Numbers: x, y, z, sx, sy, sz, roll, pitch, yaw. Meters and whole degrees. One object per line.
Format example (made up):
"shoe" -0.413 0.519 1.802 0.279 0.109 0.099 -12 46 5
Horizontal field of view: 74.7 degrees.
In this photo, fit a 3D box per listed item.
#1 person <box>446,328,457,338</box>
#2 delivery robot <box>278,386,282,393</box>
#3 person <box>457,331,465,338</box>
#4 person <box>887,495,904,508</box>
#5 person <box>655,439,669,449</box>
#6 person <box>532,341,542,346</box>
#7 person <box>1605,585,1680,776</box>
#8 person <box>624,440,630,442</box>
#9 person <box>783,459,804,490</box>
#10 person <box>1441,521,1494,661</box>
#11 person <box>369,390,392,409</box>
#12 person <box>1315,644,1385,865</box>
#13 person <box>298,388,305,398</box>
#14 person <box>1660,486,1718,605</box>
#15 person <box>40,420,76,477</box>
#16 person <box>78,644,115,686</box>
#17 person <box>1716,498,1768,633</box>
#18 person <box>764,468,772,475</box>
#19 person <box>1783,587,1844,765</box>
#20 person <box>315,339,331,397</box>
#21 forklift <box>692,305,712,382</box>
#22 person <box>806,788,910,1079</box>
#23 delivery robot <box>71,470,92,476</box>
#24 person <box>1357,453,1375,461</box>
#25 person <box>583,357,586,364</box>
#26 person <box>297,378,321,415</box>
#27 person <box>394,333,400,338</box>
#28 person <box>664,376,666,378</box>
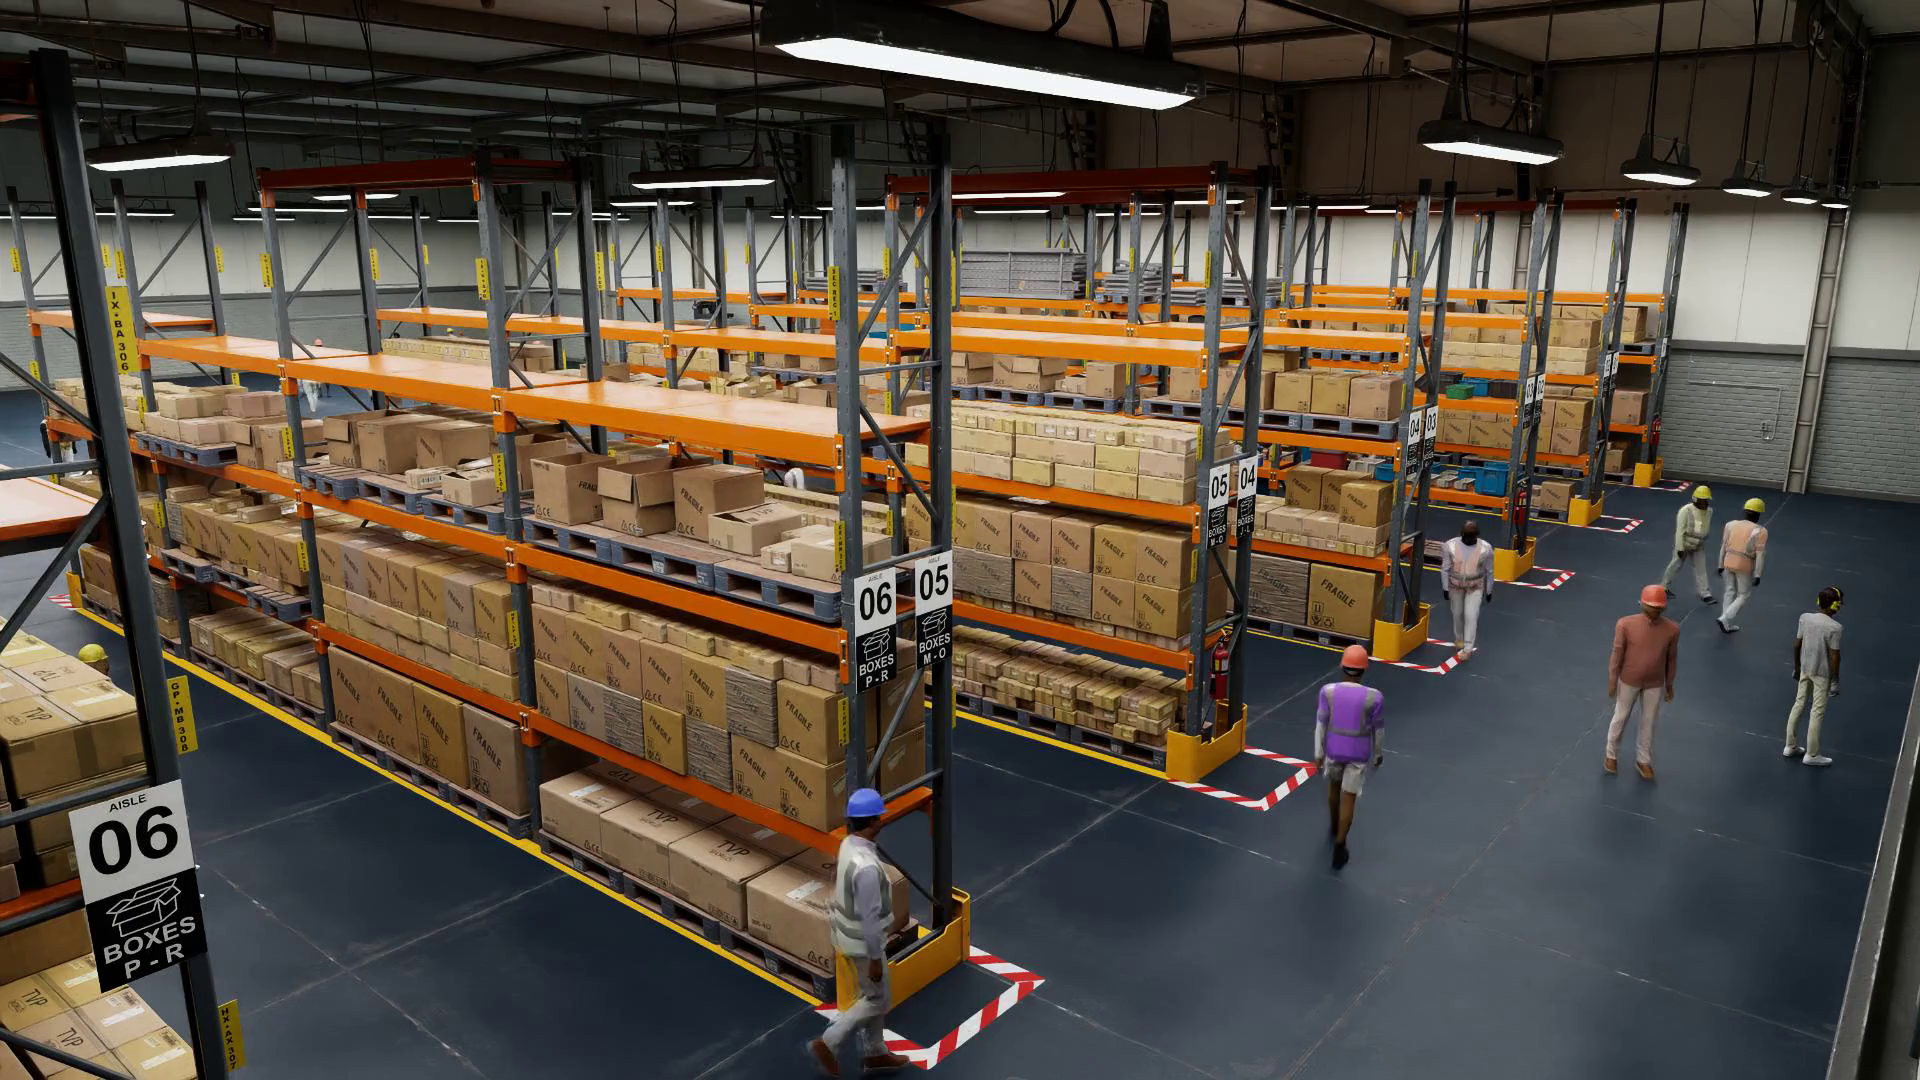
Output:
"person" -20.209 -7.543 50.021 0.599 1.739 0.589 9 16 33
"delivery robot" -22.101 -4.901 40.986 0.335 0.223 0.698 -4 14 -17
"person" -20.015 -7.657 50.824 0.856 1.588 0.537 0 14 0
"person" -0.913 0.235 17.815 0.649 1.850 0.972 -3 14 -11
"person" -5.419 -1.162 23.368 0.543 1.939 0.361 -3 14 -12
"person" -13.796 -5.548 41.336 0.445 1.976 0.637 -3 14 -12
"person" 6.869 1.406 12.689 0.622 1.992 0.392 3 14 11
"person" -6.282 -1.104 23.845 0.507 1.600 0.751 -1 14 -5
"person" -2.838 -0.566 21.068 0.577 1.861 0.592 6 15 22
"person" 6.597 0.603 16.395 0.638 1.806 0.797 8 16 29
"person" -16.511 -4.156 35.916 0.656 1.828 0.452 -2 14 -9
"person" 3.456 1.833 11.138 0.555 1.895 0.944 8 16 30
"person" -22.001 -5.476 41.512 0.446 1.748 0.549 -2 14 -8
"person" 10.859 0.062 18.666 0.631 1.781 0.958 -3 14 -14
"person" -19.159 -1.946 26.828 0.431 1.837 0.633 4 14 17
"person" -7.896 1.800 11.615 0.483 1.737 0.320 3 14 12
"person" 10.608 0.367 17.150 0.603 1.902 0.630 -6 15 -25
"person" -4.421 -2.363 28.905 0.535 1.656 0.839 -5 14 -19
"person" 8.868 1.390 13.029 0.329 1.865 0.516 -4 14 -15
"person" -21.454 -5.766 42.309 0.553 1.935 0.363 -5 14 -19
"forklift" -9.511 -7.392 47.124 1.873 2.768 1.129 11 17 38
"person" -0.669 2.556 8.111 0.579 1.919 0.643 -3 14 -13
"delivery robot" -18.406 -1.281 26.635 0.707 0.478 0.477 4 14 16
"person" 7.973 -1.464 24.742 0.454 1.883 0.666 4 14 18
"person" -11.612 -4.879 39.200 0.693 1.667 0.544 11 18 39
"person" -19.907 -4.803 38.409 0.743 1.916 0.633 10 17 35
"person" -21.559 -7.114 48.354 0.531 1.698 0.320 0 14 1
"person" -9.228 -5.090 39.642 0.467 1.885 0.736 -9 16 -33
